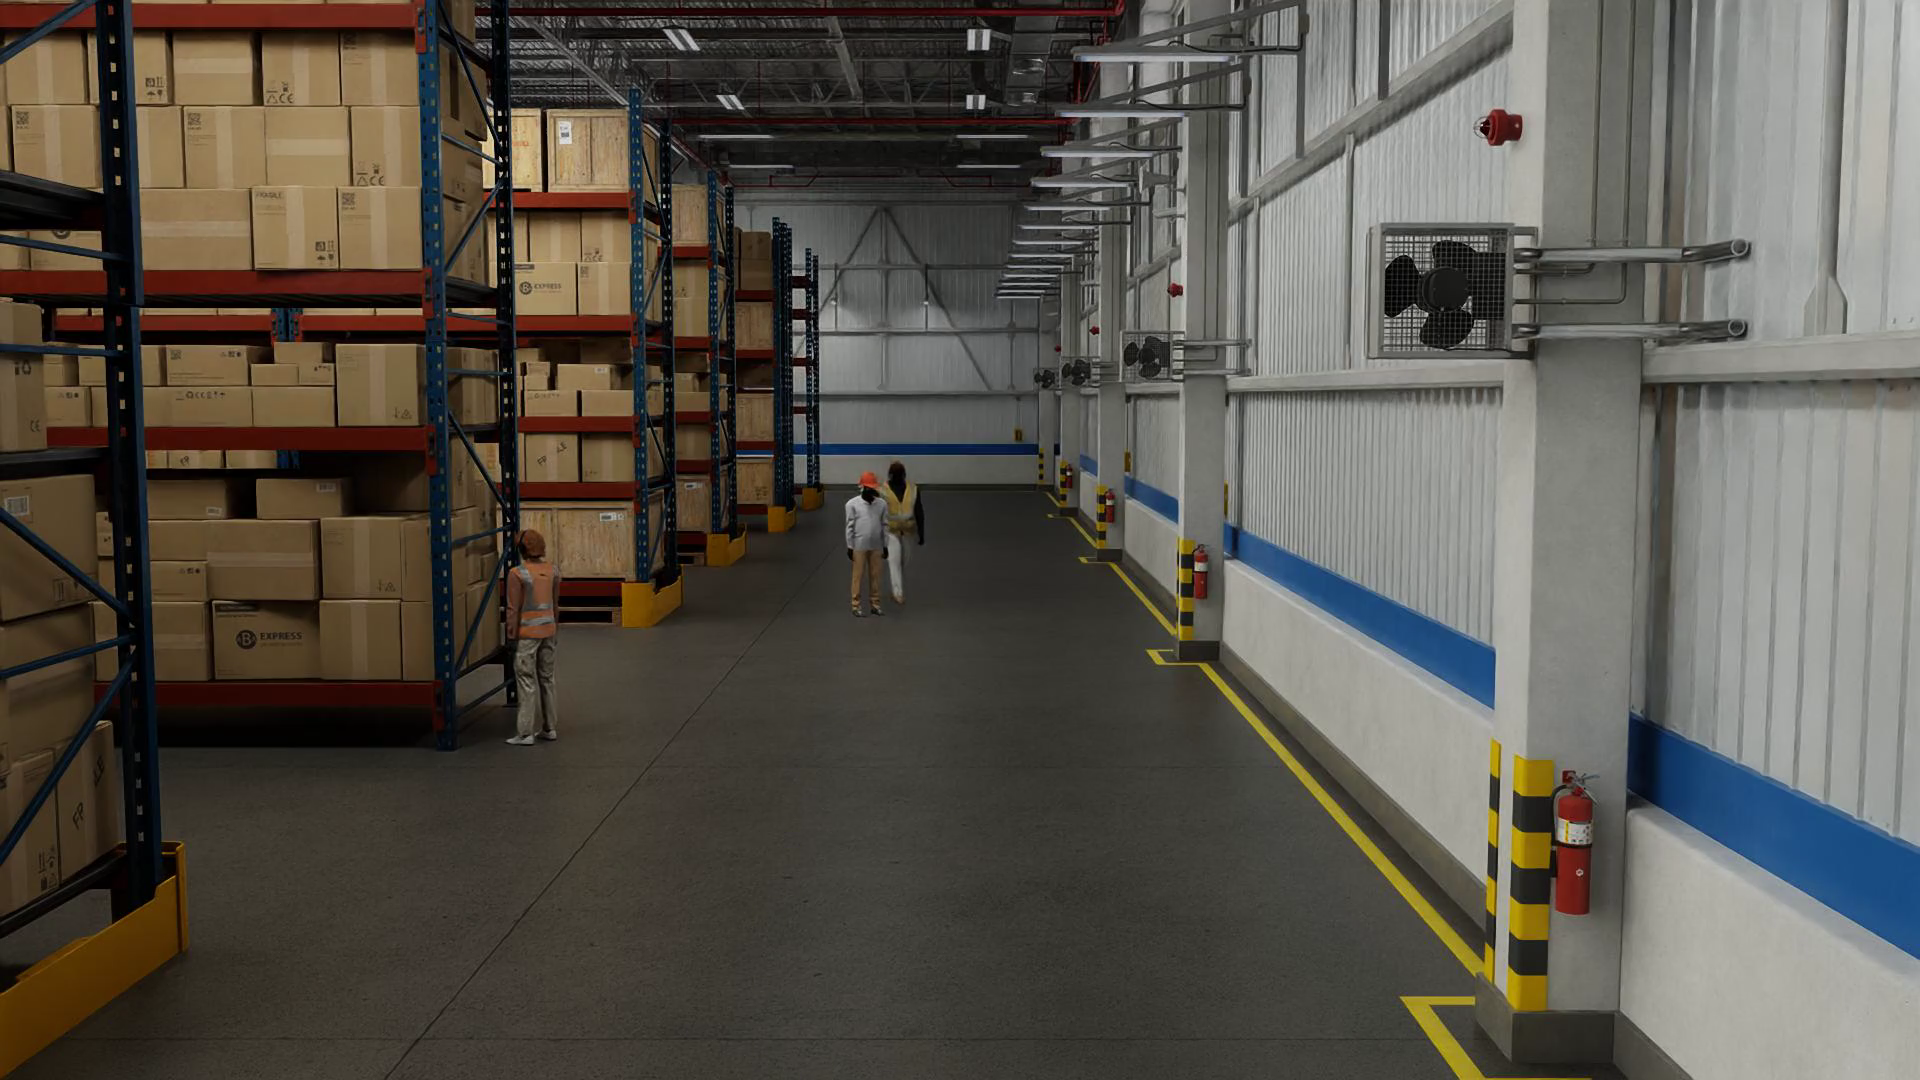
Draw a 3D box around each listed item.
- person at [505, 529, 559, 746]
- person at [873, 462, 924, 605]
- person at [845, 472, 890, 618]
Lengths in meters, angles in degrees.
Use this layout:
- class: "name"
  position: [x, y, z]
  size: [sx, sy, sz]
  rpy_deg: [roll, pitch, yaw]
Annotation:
- class: "person"
  position: [-3.223, 0.734, 12.566]
  size: [0.314, 1.632, 0.523]
  rpy_deg: [3, 6, 29]
- class: "person"
  position: [-0.797, -0.104, 21.340]
  size: [0.630, 1.811, 0.905]
  rpy_deg: [-2, 5, -18]
- class: "person"
  position: [-1.087, 0.061, 19.802]
  size: [0.562, 1.739, 0.405]
  rpy_deg: [-3, 6, -28]
